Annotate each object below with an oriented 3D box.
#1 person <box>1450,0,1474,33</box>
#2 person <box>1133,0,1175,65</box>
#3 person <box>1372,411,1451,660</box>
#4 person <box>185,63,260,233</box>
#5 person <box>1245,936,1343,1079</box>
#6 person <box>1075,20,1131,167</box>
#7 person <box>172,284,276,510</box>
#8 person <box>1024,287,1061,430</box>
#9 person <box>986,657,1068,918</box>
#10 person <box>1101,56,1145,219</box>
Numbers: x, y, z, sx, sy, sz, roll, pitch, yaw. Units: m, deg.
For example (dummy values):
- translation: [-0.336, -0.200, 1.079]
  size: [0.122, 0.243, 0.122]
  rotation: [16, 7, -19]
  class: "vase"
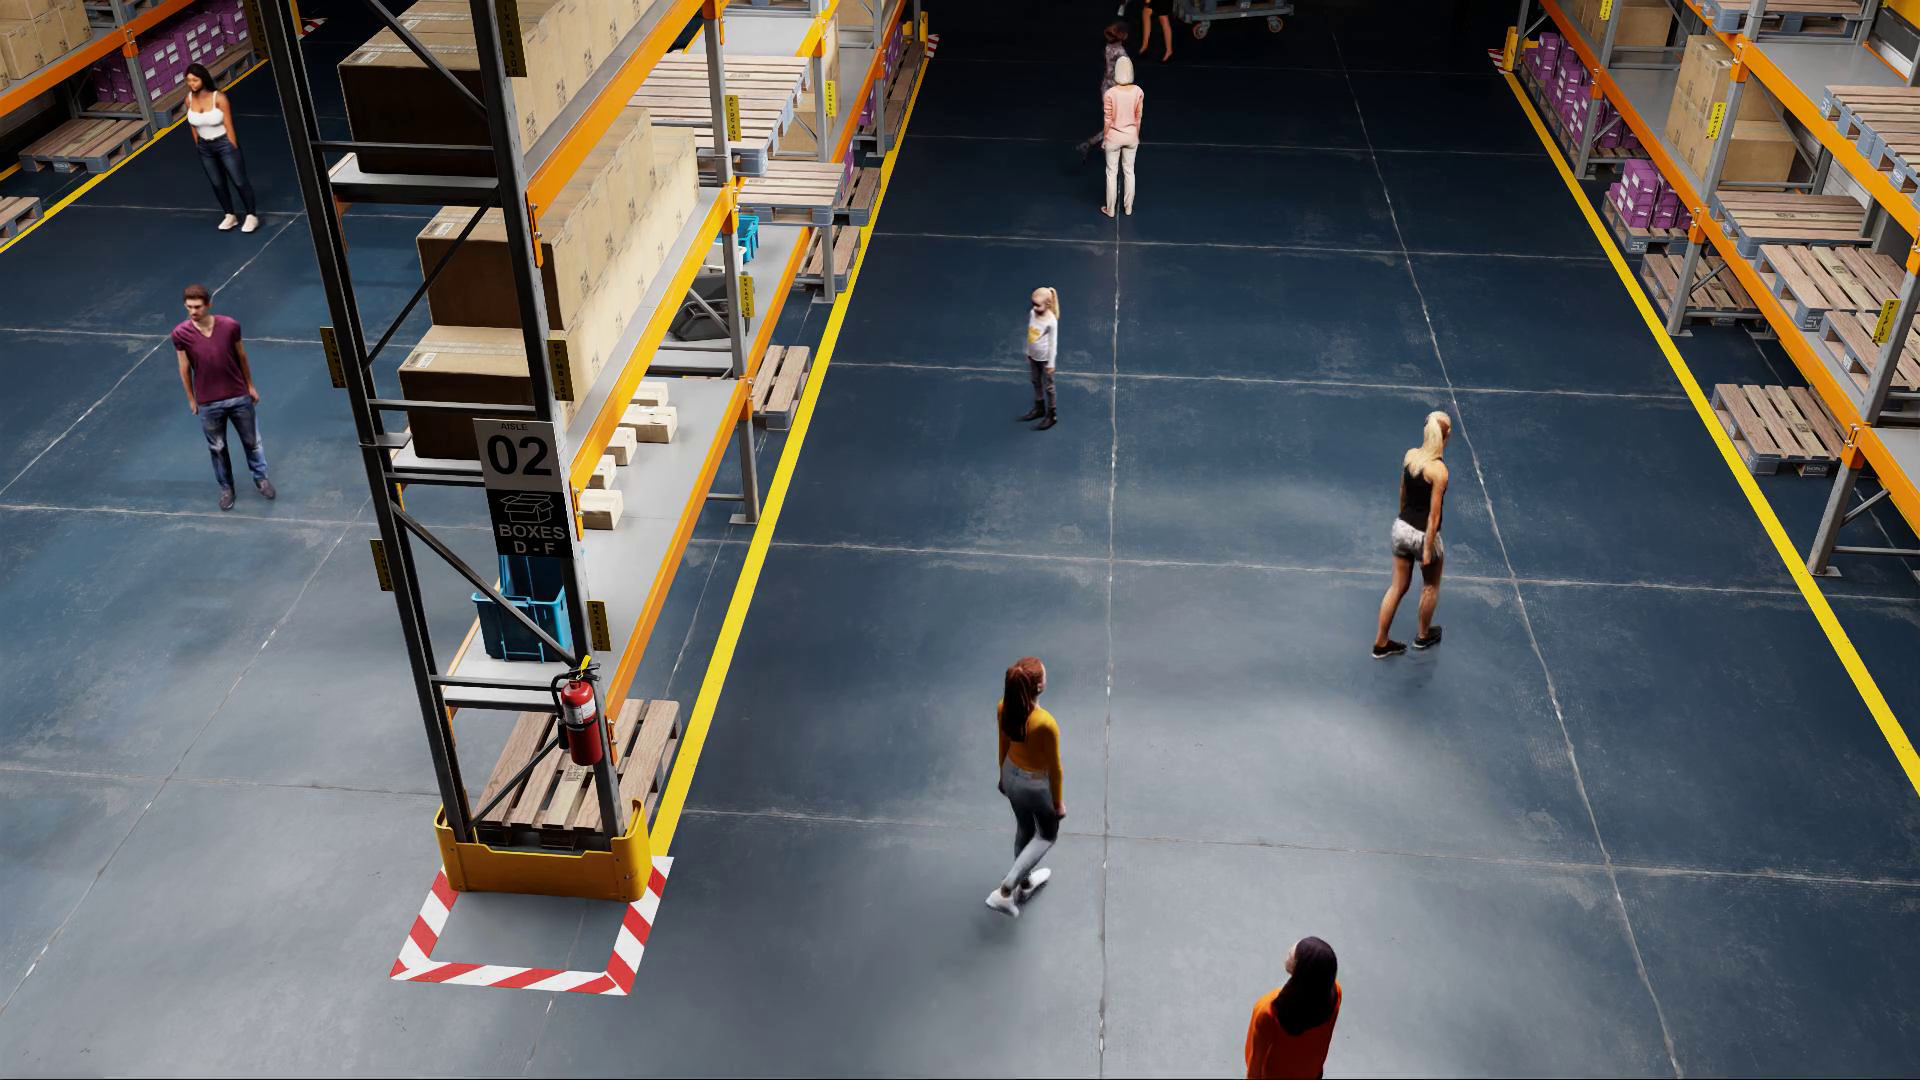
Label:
- translation: [7.206, -8.082, 23.462]
  size: [0.767, 1.720, 0.839]
  rotation: [-27, 42, -34]
  class: "person"
- translation: [2.750, -7.207, 22.060]
  size: [0.651, 1.816, 0.701]
  rotation: [1, 34, 2]
  class: "person"
- translation: [3.037, 0.008, 11.214]
  size: [0.943, 1.807, 0.911]
  rotation: [-10, 35, -15]
  class: "person"
- translation: [-7.740, -4.108, 17.405]
  size: [0.617, 1.808, 0.583]
  rotation: [3, 34, 5]
  class: "person"
- translation: [1.500, 2.439, 7.610]
  size: [0.710, 1.747, 0.734]
  rotation: [-17, 37, -24]
  class: "person"
- translation: [1.666, -5.019, 18.873]
  size: [0.873, 1.699, 0.938]
  rotation: [-13, 36, -18]
  class: "person"
- translation: [-5.730, -1.145, 12.909]
  size: [0.738, 1.851, 0.740]
  rotation: [-15, 37, -22]
  class: "person"
- translation: [0.712, -1.557, 14.051]
  size: [0.620, 1.273, 0.555]
  rotation: [-22, 40, -30]
  class: "person"
- translation: [0.325, 1.415, 9.161]
  size: [0.867, 1.735, 0.953]
  rotation: [28, 43, 35]
  class: "person"
- translation: [1.722, -4.311, 17.784]
  size: [0.669, 1.726, 0.640]
  rotation: [-8, 34, -12]
  class: "person"
